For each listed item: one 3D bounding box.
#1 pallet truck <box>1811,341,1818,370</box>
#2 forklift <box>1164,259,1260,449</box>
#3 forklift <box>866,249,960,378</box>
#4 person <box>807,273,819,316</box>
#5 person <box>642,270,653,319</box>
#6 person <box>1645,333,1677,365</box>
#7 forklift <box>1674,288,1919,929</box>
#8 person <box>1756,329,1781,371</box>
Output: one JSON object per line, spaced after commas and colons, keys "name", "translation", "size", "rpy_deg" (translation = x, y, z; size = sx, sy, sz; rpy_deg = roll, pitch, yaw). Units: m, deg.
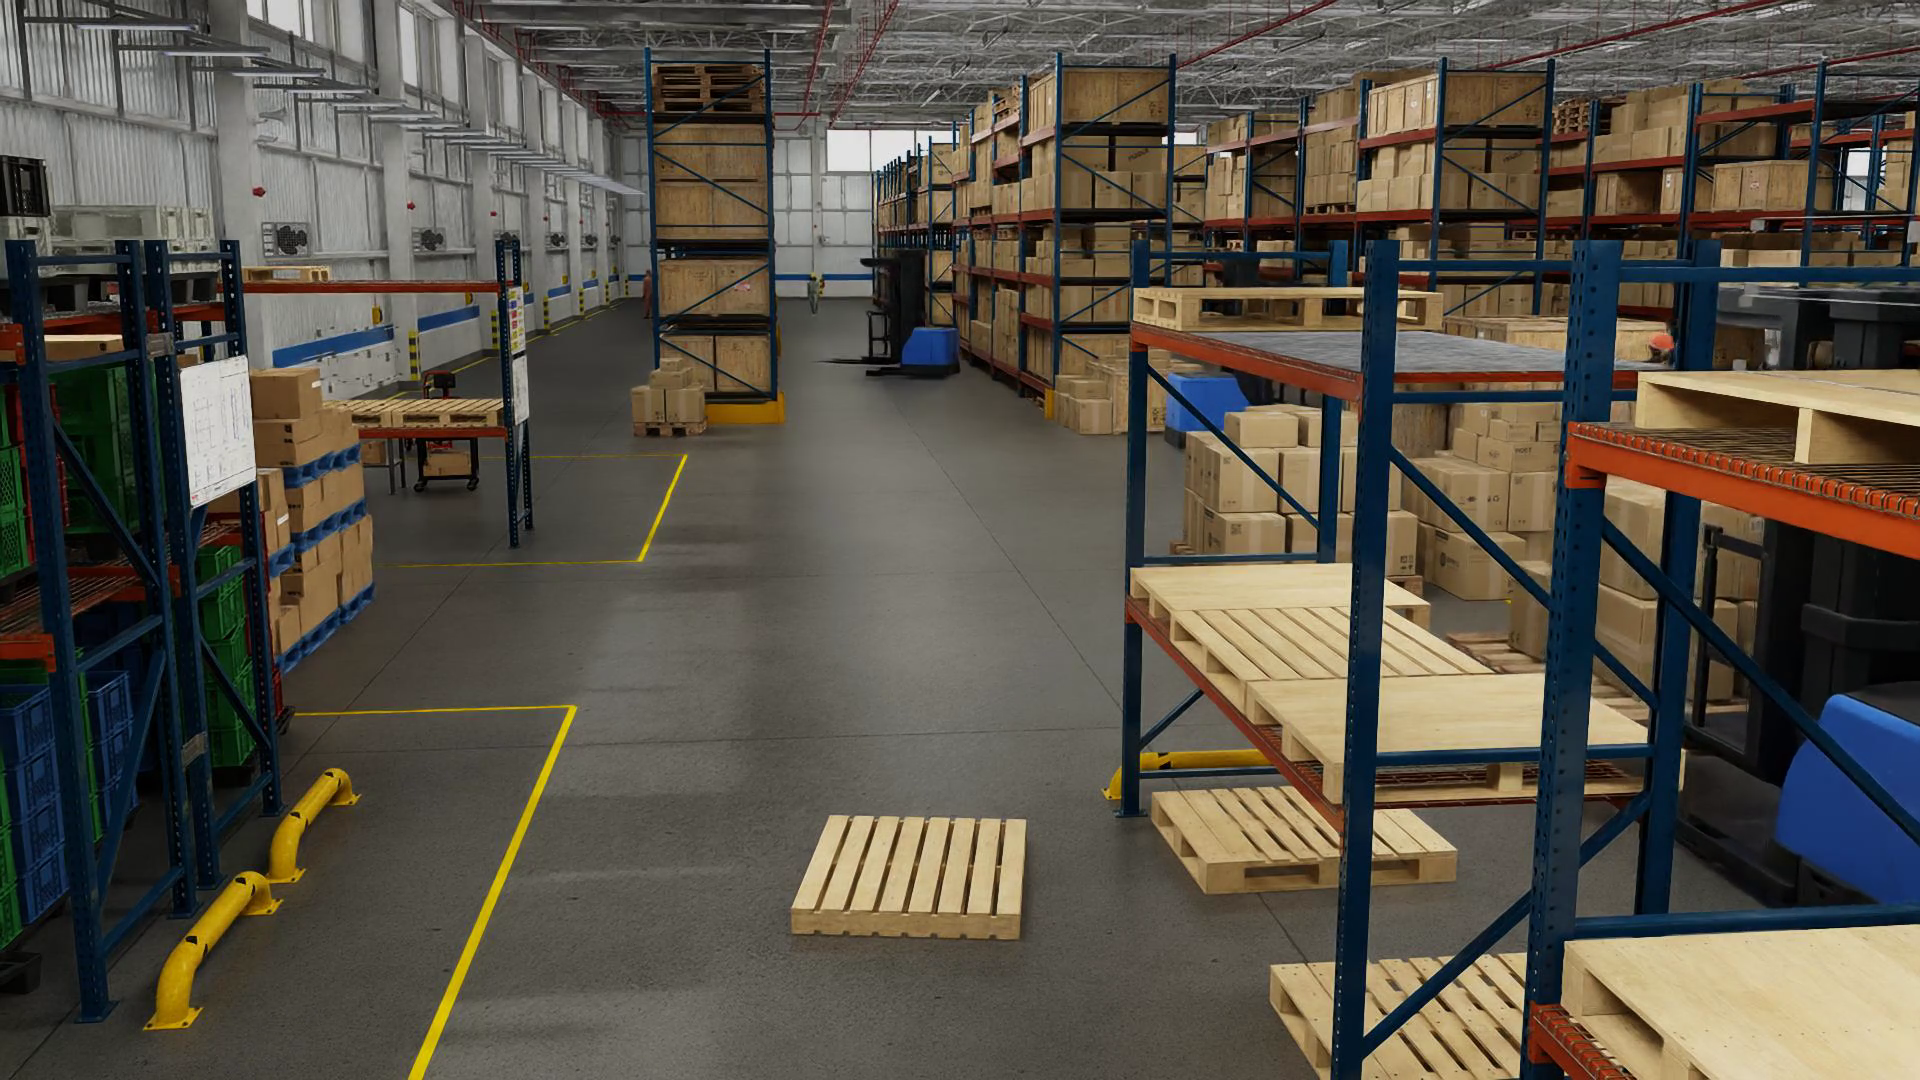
{"name": "pallet truck", "translation": [15.846, -3.142, 28.793], "size": [1.885, 1.965, 0.823], "rpy_deg": [2, 10, 12]}
{"name": "forklift", "translation": [3.998, -2.725, 24.032], "size": [1.873, 2.768, 1.129], "rpy_deg": [-1, 10, -6]}
{"name": "forklift", "translation": [-1.012, -5.027, 36.788], "size": [1.873, 2.768, 1.129], "rpy_deg": [3, 11, 17]}
{"name": "person", "translation": [-5.864, -9.752, 66.232], "size": [0.501, 1.691, 0.895], "rpy_deg": [0, 10, -1]}
{"name": "person", "translation": [-12.049, -9.525, 64.462], "size": [0.401, 1.894, 0.654], "rpy_deg": [8, 13, 36]}
{"name": "person", "translation": [7.961, -1.377, 19.061], "size": [0.552, 1.974, 0.657], "rpy_deg": [-3, 11, -17]}
{"name": "forklift", "translation": [4.236, 0.294, 7.306], "size": [1.129, 2.768, 1.873], "rpy_deg": [-1, 10, -7]}
{"name": "person", "translation": [14.103, -3.132, 28.986], "size": [0.573, 1.901, 0.714], "rpy_deg": [-4, 11, -23]}
